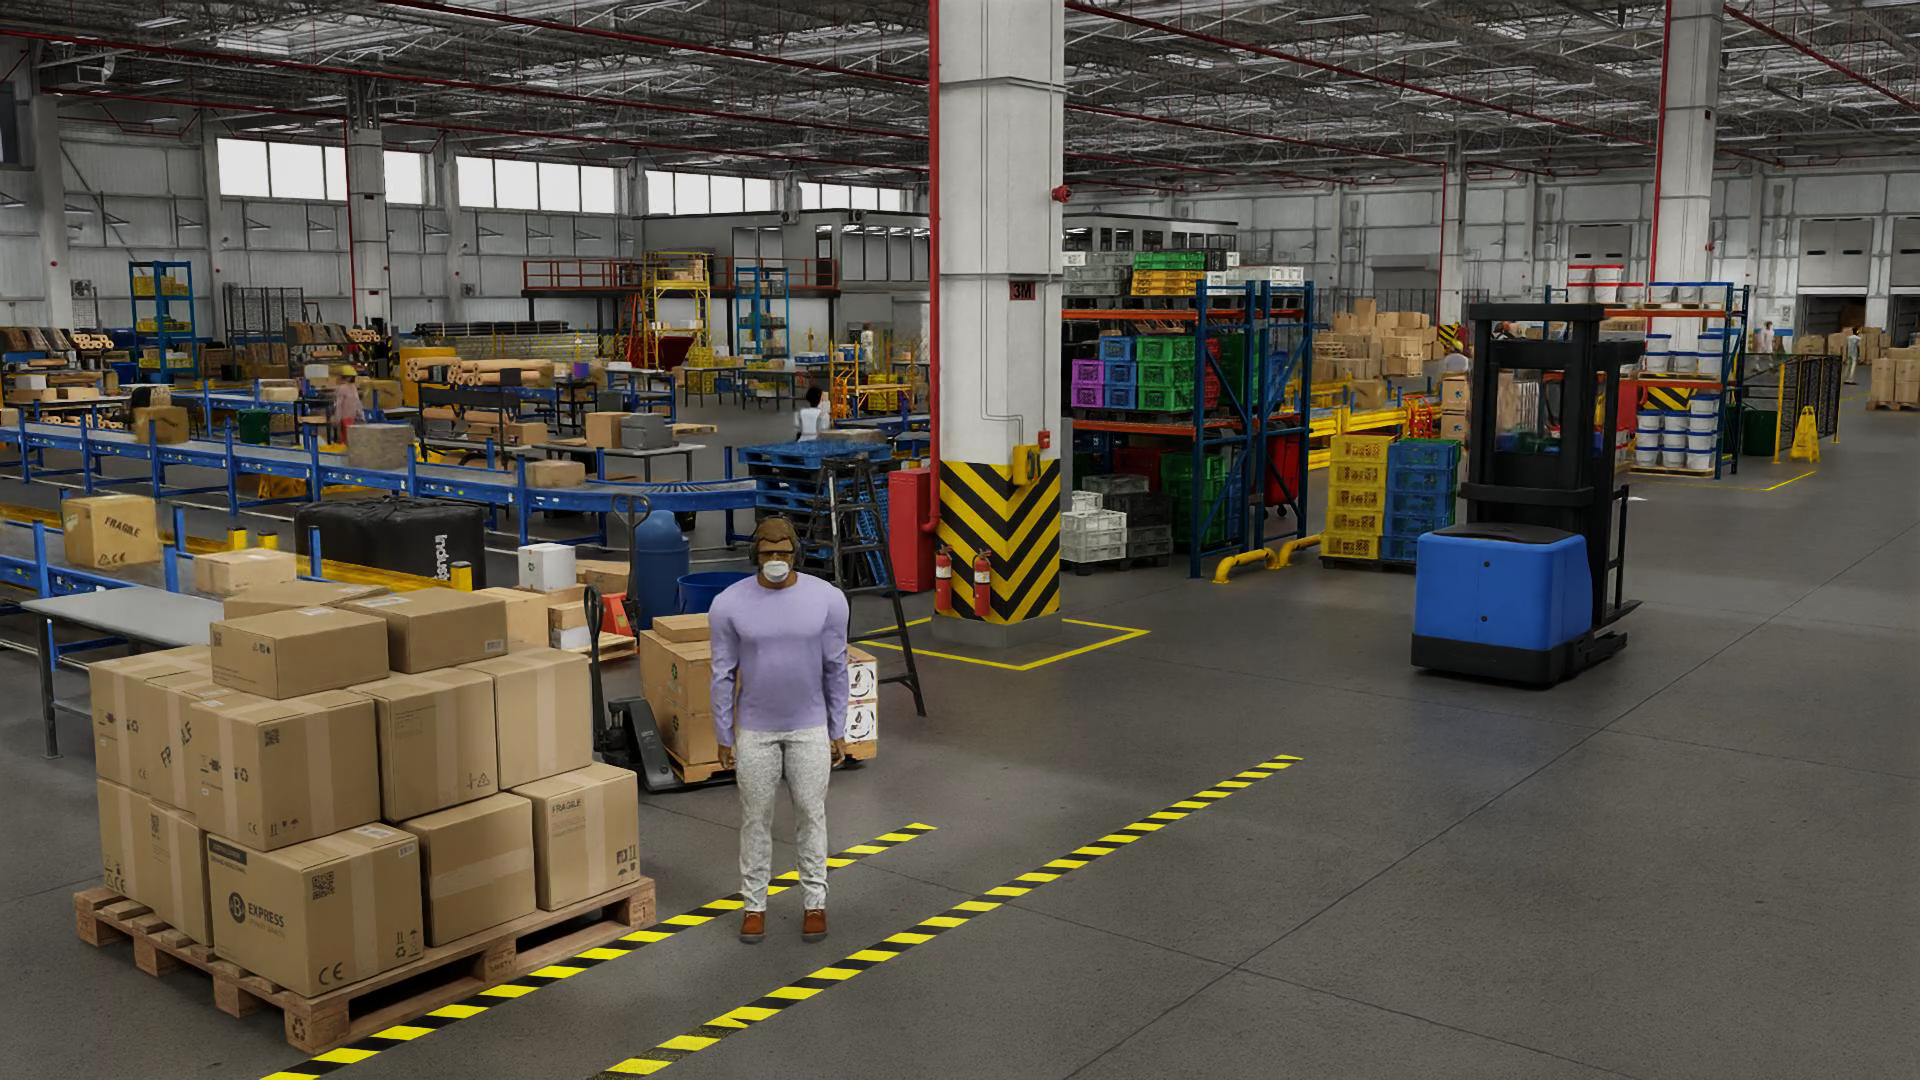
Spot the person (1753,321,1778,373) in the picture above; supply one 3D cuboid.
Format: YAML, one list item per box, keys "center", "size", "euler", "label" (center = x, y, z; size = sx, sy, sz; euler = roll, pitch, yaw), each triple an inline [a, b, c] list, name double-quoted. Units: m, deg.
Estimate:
- center: [29.395, -7.028, 60.650]
  size: [0.649, 1.890, 1.038]
  euler: [-2, 9, -14]
  label: "person"

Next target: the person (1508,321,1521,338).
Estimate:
- center: [24.777, -9.067, 74.418]
  size: [0.583, 1.877, 0.970]
  euler: [2, 9, 15]
  label: "person"

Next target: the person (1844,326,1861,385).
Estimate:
- center: [28.270, -5.828, 52.638]
  size: [0.330, 1.861, 0.497]
  euler: [-3, 9, -20]
  label: "person"

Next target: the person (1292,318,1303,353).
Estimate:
- center: [16.100, -9.764, 79.270]
  size: [0.628, 1.829, 0.518]
  euler: [-1, 9, -10]
  label: "person"

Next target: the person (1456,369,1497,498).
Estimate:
- center: [7.129, -1.447, 23.112]
  size: [0.850, 1.854, 0.700]
  euler: [5, 10, 31]
  label: "person"

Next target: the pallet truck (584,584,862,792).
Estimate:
- center: [-1.426, 0.805, 10.019]
  size: [1.601, 1.201, 0.680]
  euler: [-4, 9, -26]
  label: "pallet truck"

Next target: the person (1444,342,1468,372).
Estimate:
- center: [11.472, -3.685, 38.431]
  size: [0.612, 1.783, 0.919]
  euler: [6, 11, 37]
  label: "person"

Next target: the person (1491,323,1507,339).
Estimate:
- center: [16.042, -5.462, 49.534]
  size: [0.536, 2.000, 0.688]
  euler: [-7, 11, -41]
  label: "person"

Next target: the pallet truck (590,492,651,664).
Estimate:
- center: [-3.115, 0.344, 12.883]
  size: [0.653, 1.274, 1.630]
  euler: [7, 11, 37]
  label: "pallet truck"

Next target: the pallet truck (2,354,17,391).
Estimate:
- center: [-24.881, -4.417, 42.634]
  size: [1.885, 1.965, 0.823]
  euler: [8, 11, 41]
  label: "pallet truck"

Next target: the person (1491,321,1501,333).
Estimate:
- center: [25.793, -9.905, 79.850]
  size: [0.641, 1.927, 0.501]
  euler: [-7, 11, -38]
  label: "person"

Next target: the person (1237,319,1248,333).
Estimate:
- center: [11.584, -8.134, 68.107]
  size: [0.562, 1.885, 1.013]
  euler: [5, 10, 31]
  label: "person"

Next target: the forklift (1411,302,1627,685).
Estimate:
- center: [4.379, -0.438, 12.852]
  size: [1.129, 2.768, 1.873]
  euler: [7, 11, 37]
  label: "forklift"

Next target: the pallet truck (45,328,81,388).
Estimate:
- center: [-23.775, -4.544, 43.495]
  size: [1.885, 1.965, 0.823]
  euler: [6, 10, 35]
  label: "pallet truck"

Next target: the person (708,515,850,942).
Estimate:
- center: [-0.800, 0.843, 7.430]
  size: [0.622, 1.932, 0.368]
  euler: [-1, 9, -8]
  label: "person"

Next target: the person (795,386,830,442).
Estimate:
- center: [-1.966, -1.198, 21.986]
  size: [0.541, 1.677, 0.647]
  euler: [3, 9, 22]
  label: "person"

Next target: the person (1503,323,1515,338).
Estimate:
- center: [16.961, -5.777, 51.843]
  size: [0.608, 1.986, 0.396]
  euler: [7, 11, 40]
  label: "person"

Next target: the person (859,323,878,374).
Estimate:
- center: [-3.352, -6.918, 60.077]
  size: [1.038, 1.833, 0.588]
  euler: [6, 10, 36]
  label: "person"

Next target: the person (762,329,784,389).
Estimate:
- center: [-5.390, -5.104, 47.341]
  size: [1.098, 1.990, 0.611]
  euler: [-4, 9, -23]
  label: "person"

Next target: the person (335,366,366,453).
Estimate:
- center: [-9.964, -1.991, 27.205]
  size: [0.902, 1.712, 0.542]
  euler: [1, 9, 9]
  label: "person"
